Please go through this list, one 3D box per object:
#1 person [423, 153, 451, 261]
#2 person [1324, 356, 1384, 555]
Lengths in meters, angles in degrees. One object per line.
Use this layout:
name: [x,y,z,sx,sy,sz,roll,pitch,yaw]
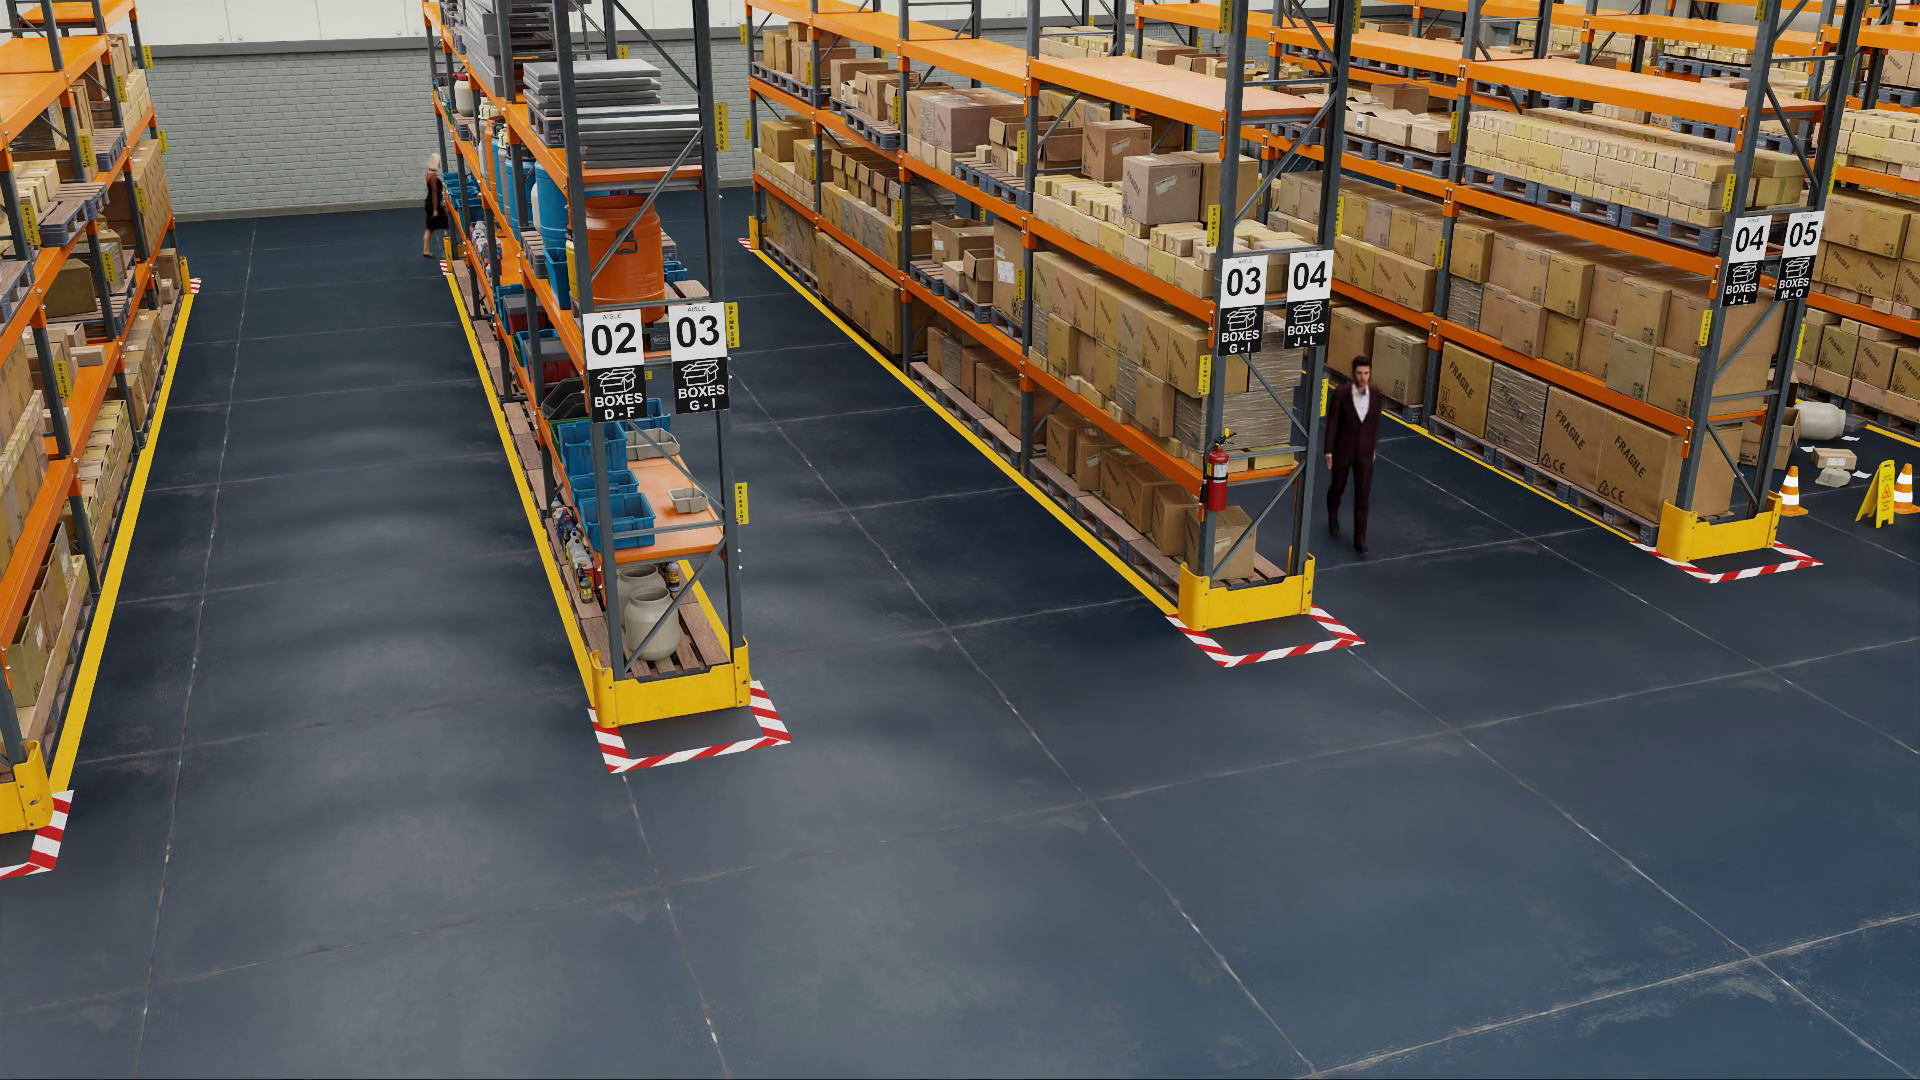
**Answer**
person: [-8.560,-5.352,26.879,0.827,1.706,0.801,-12,25,-27]
person: [3.689,-0.859,15.751,0.982,1.815,1.310,0,22,0]
